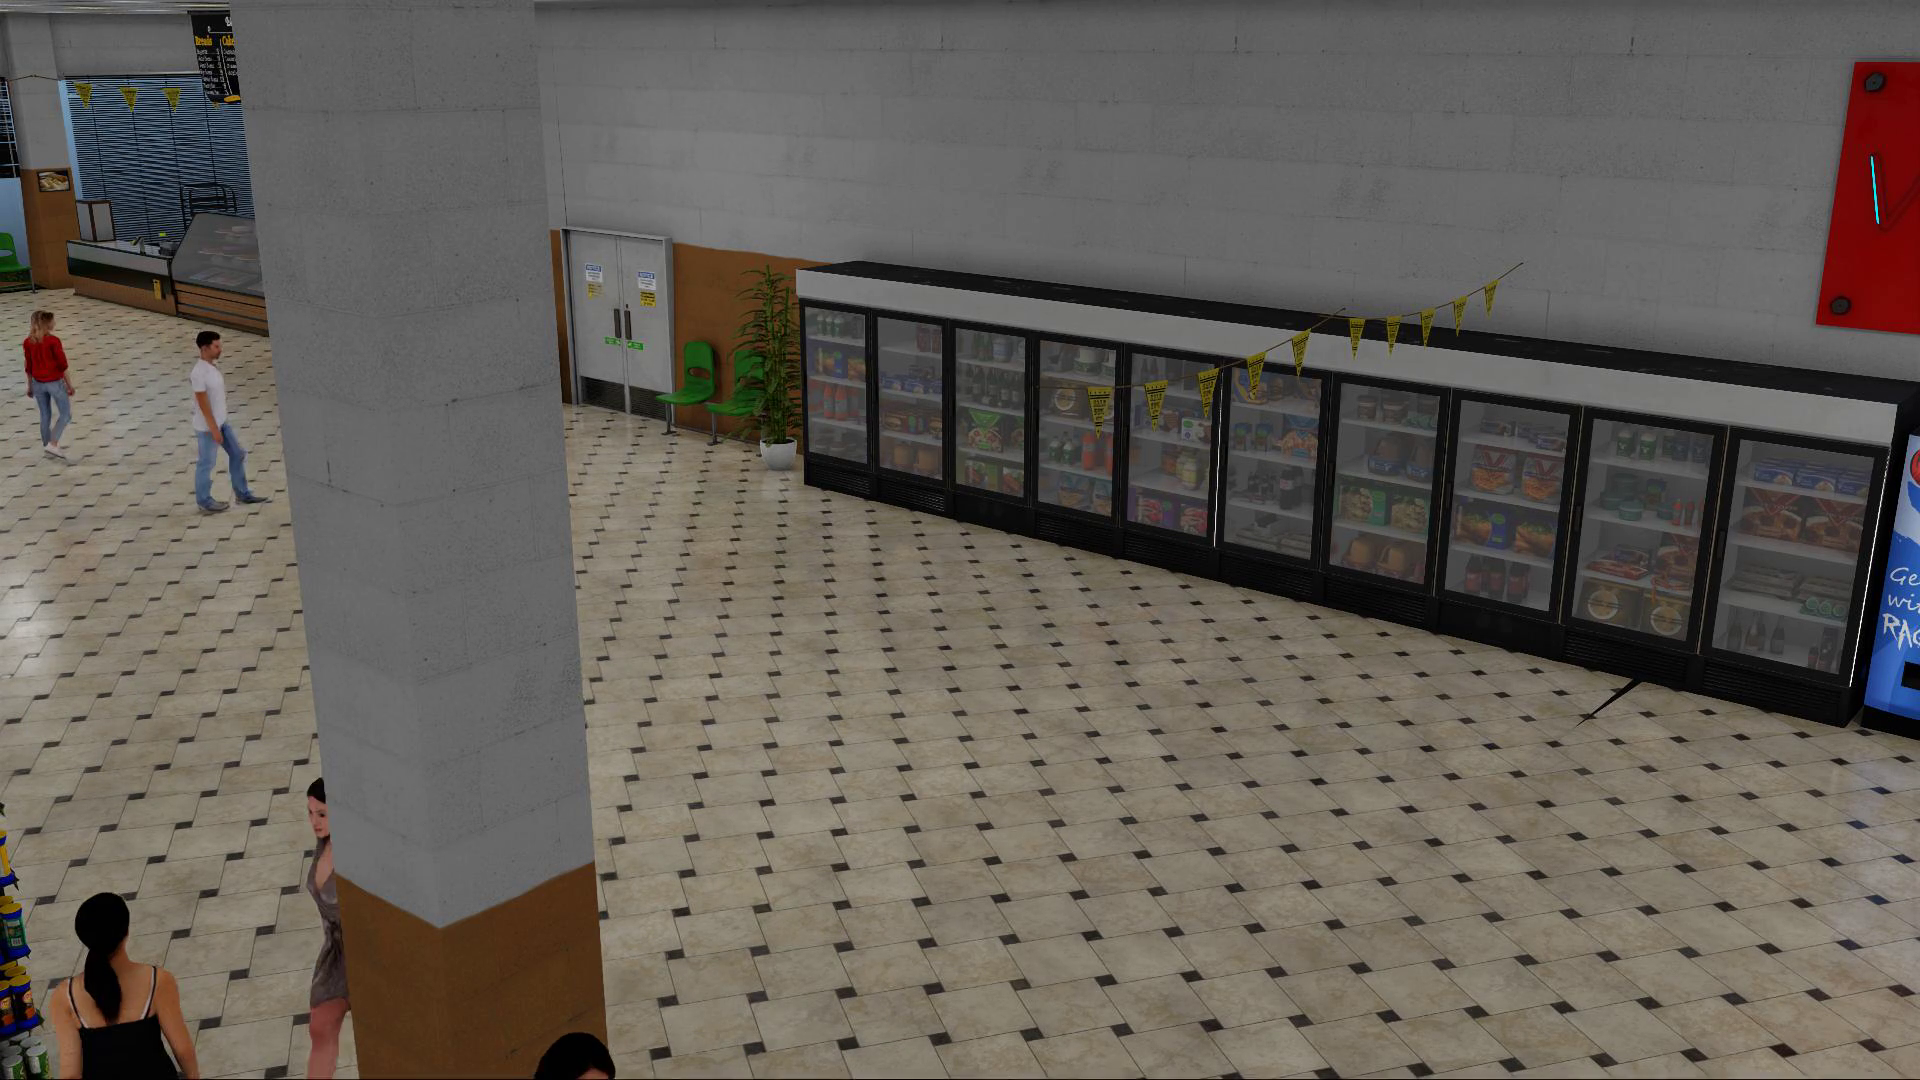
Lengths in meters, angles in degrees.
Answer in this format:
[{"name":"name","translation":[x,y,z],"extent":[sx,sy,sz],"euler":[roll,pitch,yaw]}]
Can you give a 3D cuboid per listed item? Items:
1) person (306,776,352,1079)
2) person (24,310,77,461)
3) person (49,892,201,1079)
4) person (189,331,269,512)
[{"name":"person","translation":[-2.500,1.766,7.086],"extent":[0.674,1.720,0.905],"euler":[12,21,34]},{"name":"person","translation":[-10.171,-1.711,18.594],"extent":[0.802,1.687,0.842],"euler":[-1,17,-4]},{"name":"person","translation":[-2.978,2.116,5.953],"extent":[0.938,1.708,0.915],"euler":[-6,18,-19]},{"name":"person","translation":[-7.522,-1.158,16.529],"extent":[1.013,1.828,0.972],"euler":[0,17,0]}]
